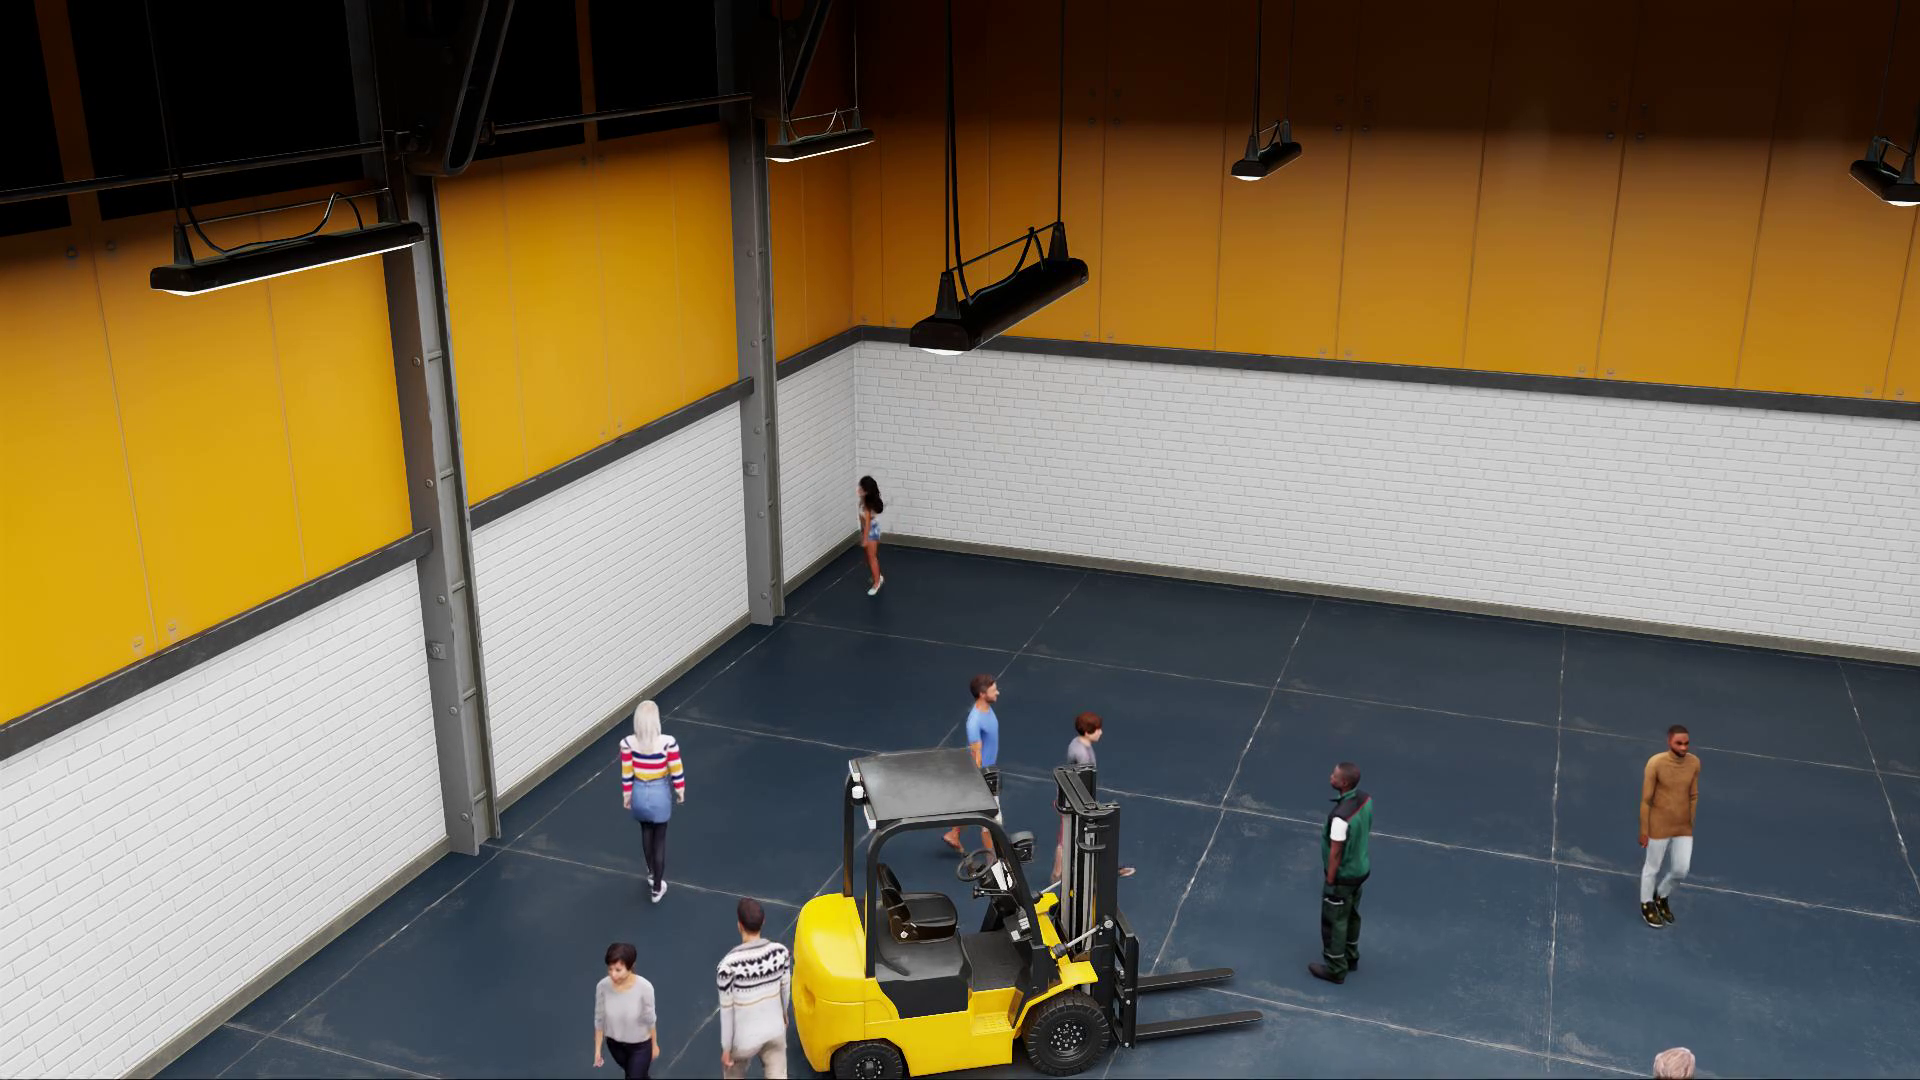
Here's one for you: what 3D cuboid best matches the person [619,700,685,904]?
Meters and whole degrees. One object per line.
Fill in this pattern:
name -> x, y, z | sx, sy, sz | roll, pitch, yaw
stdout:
person -> -2.619, 2.221, 14.007 | 0.759, 1.795, 0.789 | 1, 19, 3

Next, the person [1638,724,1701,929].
person -> 5.790, 2.310, 13.728 | 0.764, 1.804, 0.755 | -2, 19, -5

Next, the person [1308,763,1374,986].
person -> 2.994, 2.568, 12.914 | 0.810, 1.835, 0.654 | 14, 23, 36

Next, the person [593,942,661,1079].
person -> -2.180, 3.335, 11.145 | 0.640, 1.511, 1.109 | 4, 19, 13

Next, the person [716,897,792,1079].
person -> -1.293, 3.267, 10.865 | 1.168, 1.818, 1.192 | -11, 21, -29

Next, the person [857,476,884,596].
person -> -1.112, -0.059, 21.115 | 0.864, 1.580, 0.740 | 0, 19, 0

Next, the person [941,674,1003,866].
person -> 0.130, 2.023, 14.496 | 0.782, 1.858, 0.937 | 4, 19, 12

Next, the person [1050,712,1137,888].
person -> 0.948, 2.235, 14.230 | 0.790, 1.625, 0.952 | 2, 19, 7
